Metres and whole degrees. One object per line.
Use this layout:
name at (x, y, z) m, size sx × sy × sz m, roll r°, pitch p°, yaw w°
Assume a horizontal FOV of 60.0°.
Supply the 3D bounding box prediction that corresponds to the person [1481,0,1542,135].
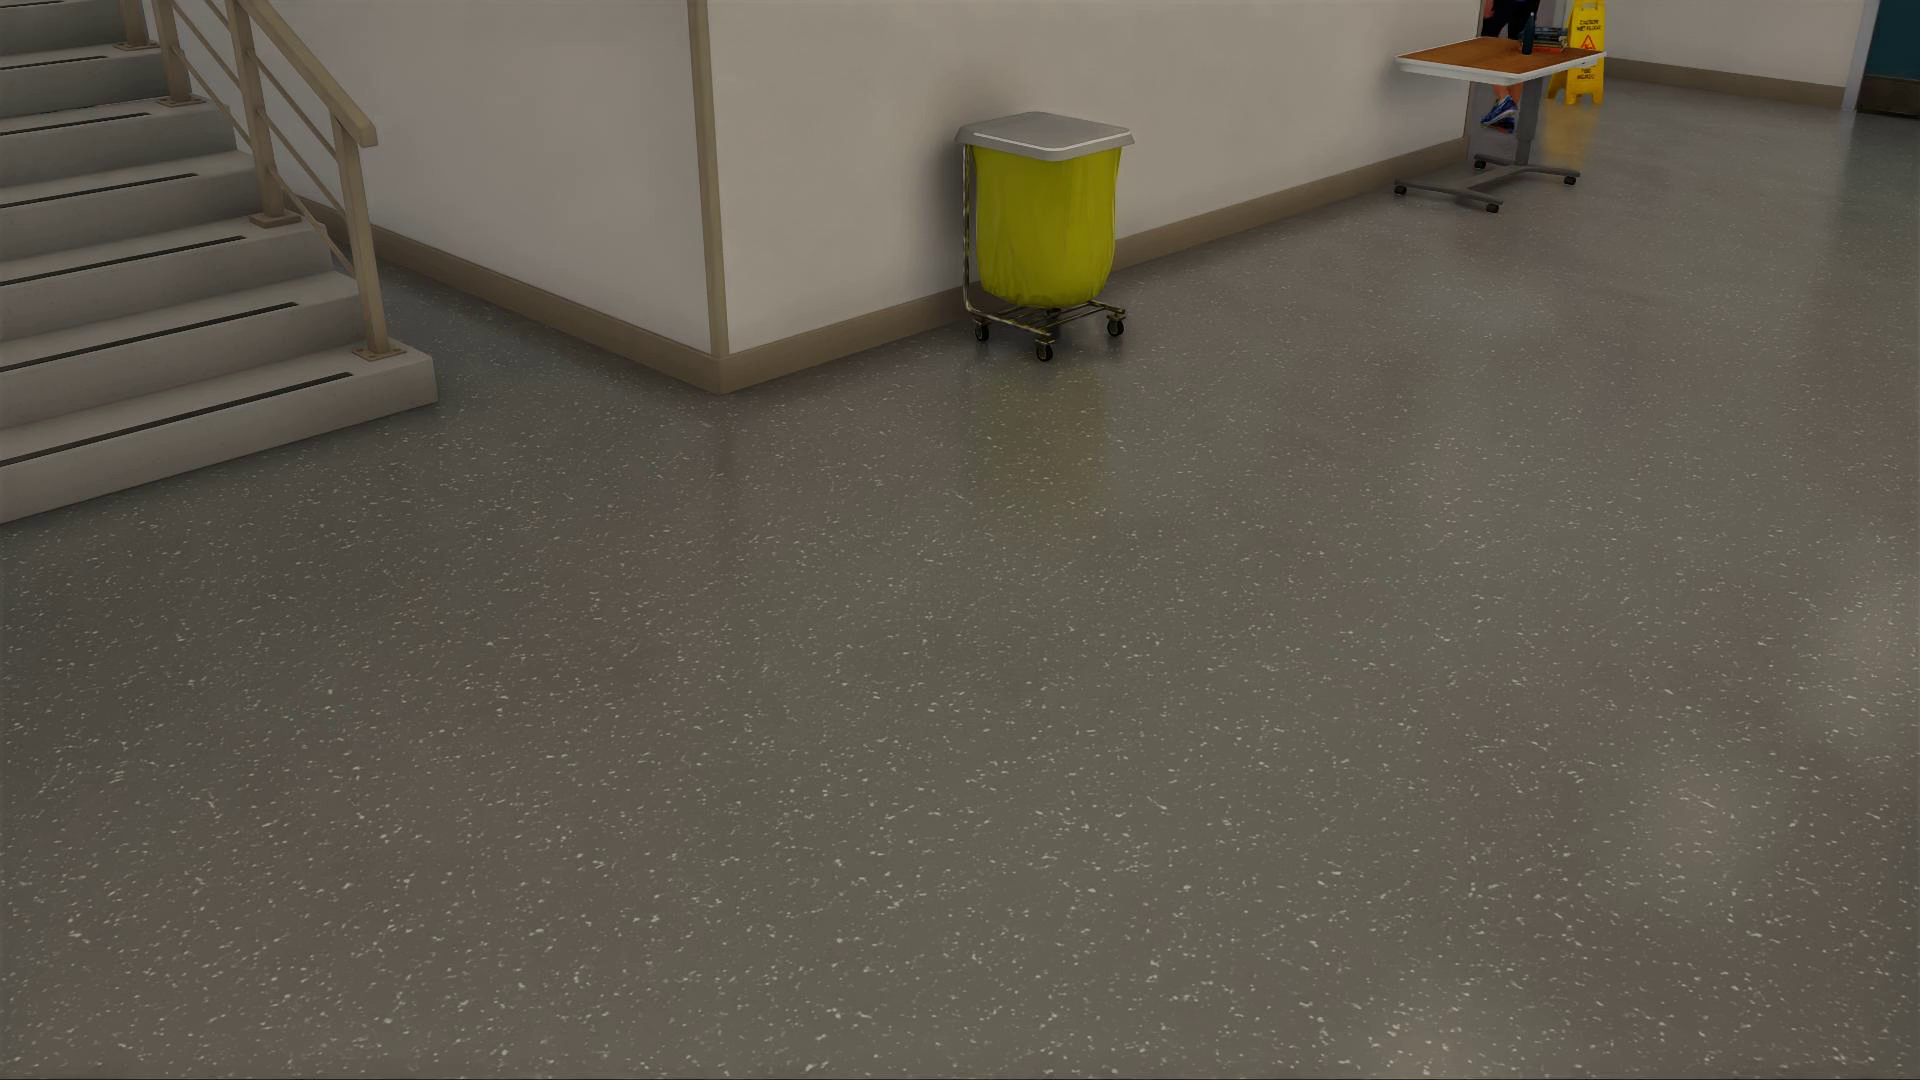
person at (3.809, -3.669, 11.221) m, size 0.763 × 1.846 × 0.801 m, roll -11°, pitch 28°, yaw -22°
